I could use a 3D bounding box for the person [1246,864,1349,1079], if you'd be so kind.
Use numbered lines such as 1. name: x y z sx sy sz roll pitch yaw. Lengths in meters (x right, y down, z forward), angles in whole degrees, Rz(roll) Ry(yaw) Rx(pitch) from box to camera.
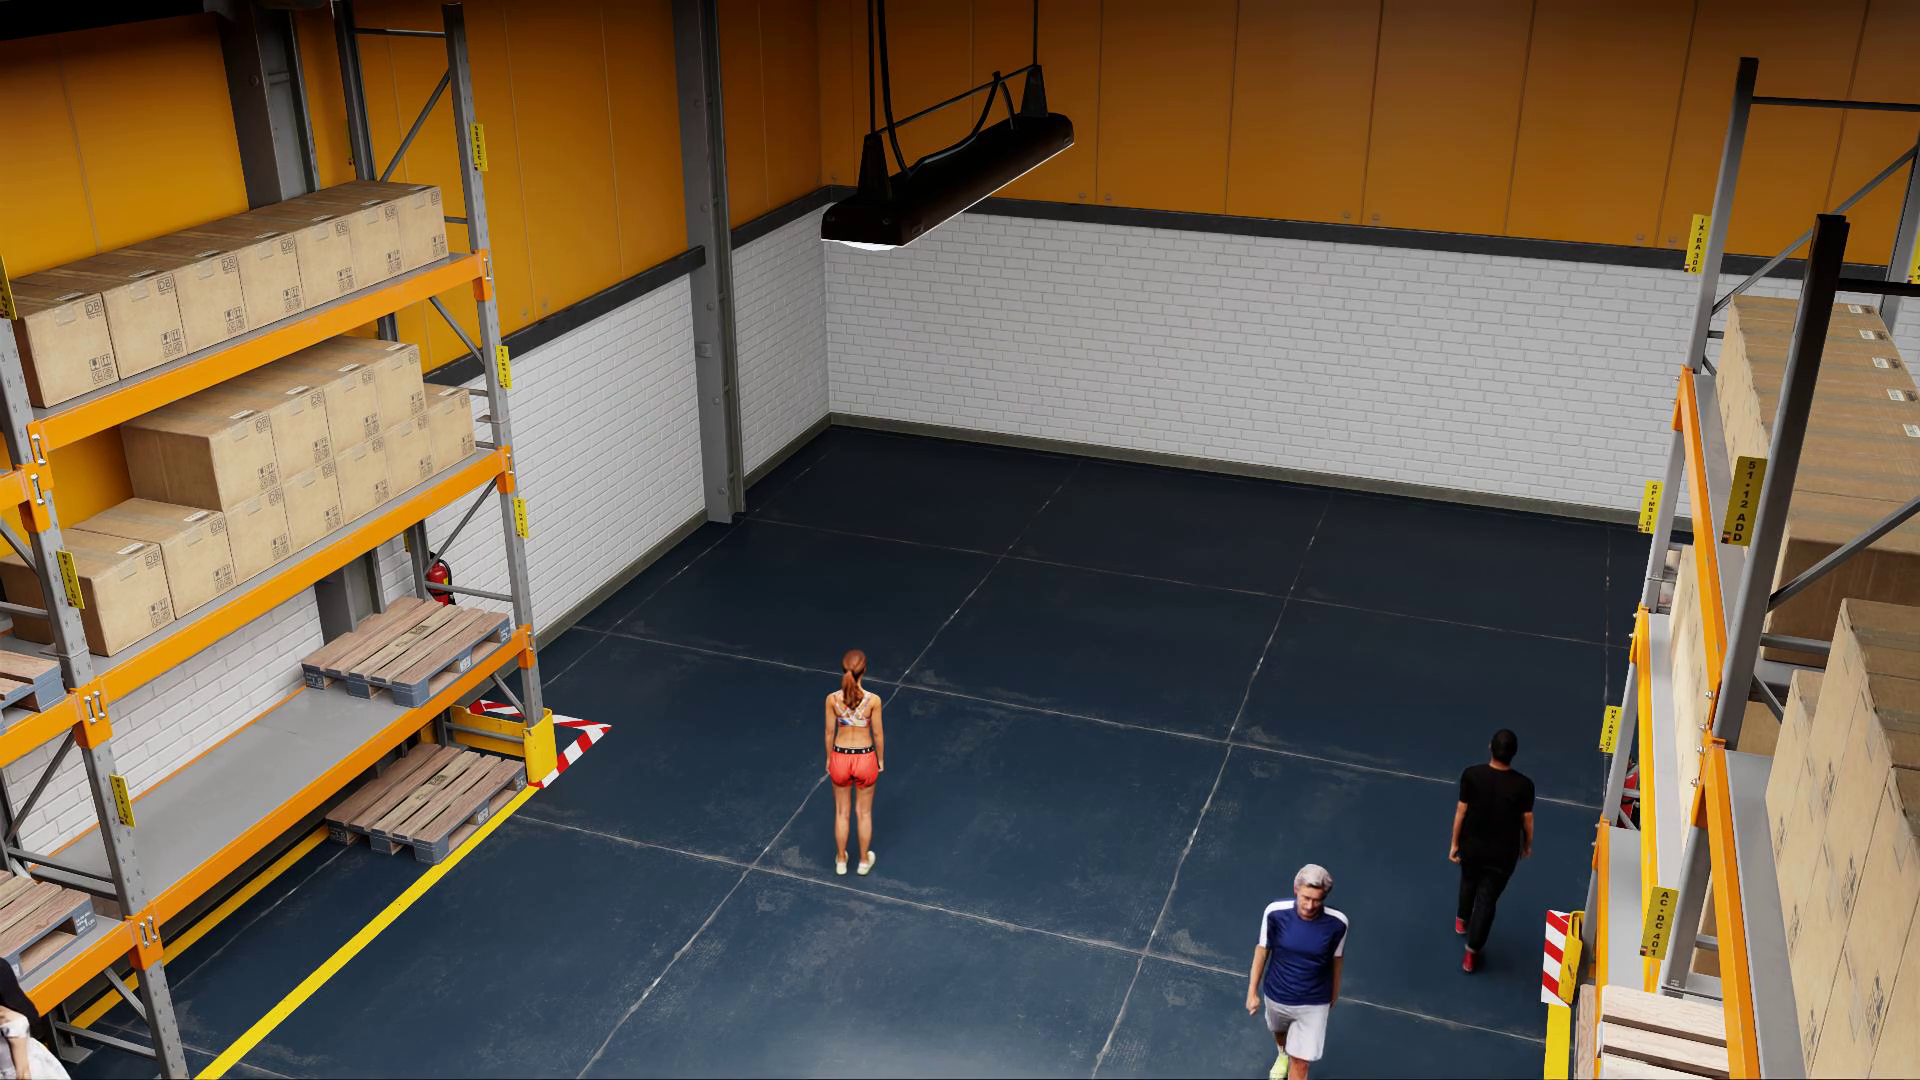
1. person: 1.971 2.609 9.731 0.715 1.779 1.224 8 25 17

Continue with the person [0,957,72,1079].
1. person: -4.987 2.966 8.926 0.801 1.769 0.771 -18 29 -35

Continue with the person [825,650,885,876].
1. person: -0.770 1.621 11.984 0.650 1.785 0.651 0 24 0

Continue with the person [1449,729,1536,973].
1. person: 3.477 2.081 10.989 0.726 1.738 0.940 12 27 26
